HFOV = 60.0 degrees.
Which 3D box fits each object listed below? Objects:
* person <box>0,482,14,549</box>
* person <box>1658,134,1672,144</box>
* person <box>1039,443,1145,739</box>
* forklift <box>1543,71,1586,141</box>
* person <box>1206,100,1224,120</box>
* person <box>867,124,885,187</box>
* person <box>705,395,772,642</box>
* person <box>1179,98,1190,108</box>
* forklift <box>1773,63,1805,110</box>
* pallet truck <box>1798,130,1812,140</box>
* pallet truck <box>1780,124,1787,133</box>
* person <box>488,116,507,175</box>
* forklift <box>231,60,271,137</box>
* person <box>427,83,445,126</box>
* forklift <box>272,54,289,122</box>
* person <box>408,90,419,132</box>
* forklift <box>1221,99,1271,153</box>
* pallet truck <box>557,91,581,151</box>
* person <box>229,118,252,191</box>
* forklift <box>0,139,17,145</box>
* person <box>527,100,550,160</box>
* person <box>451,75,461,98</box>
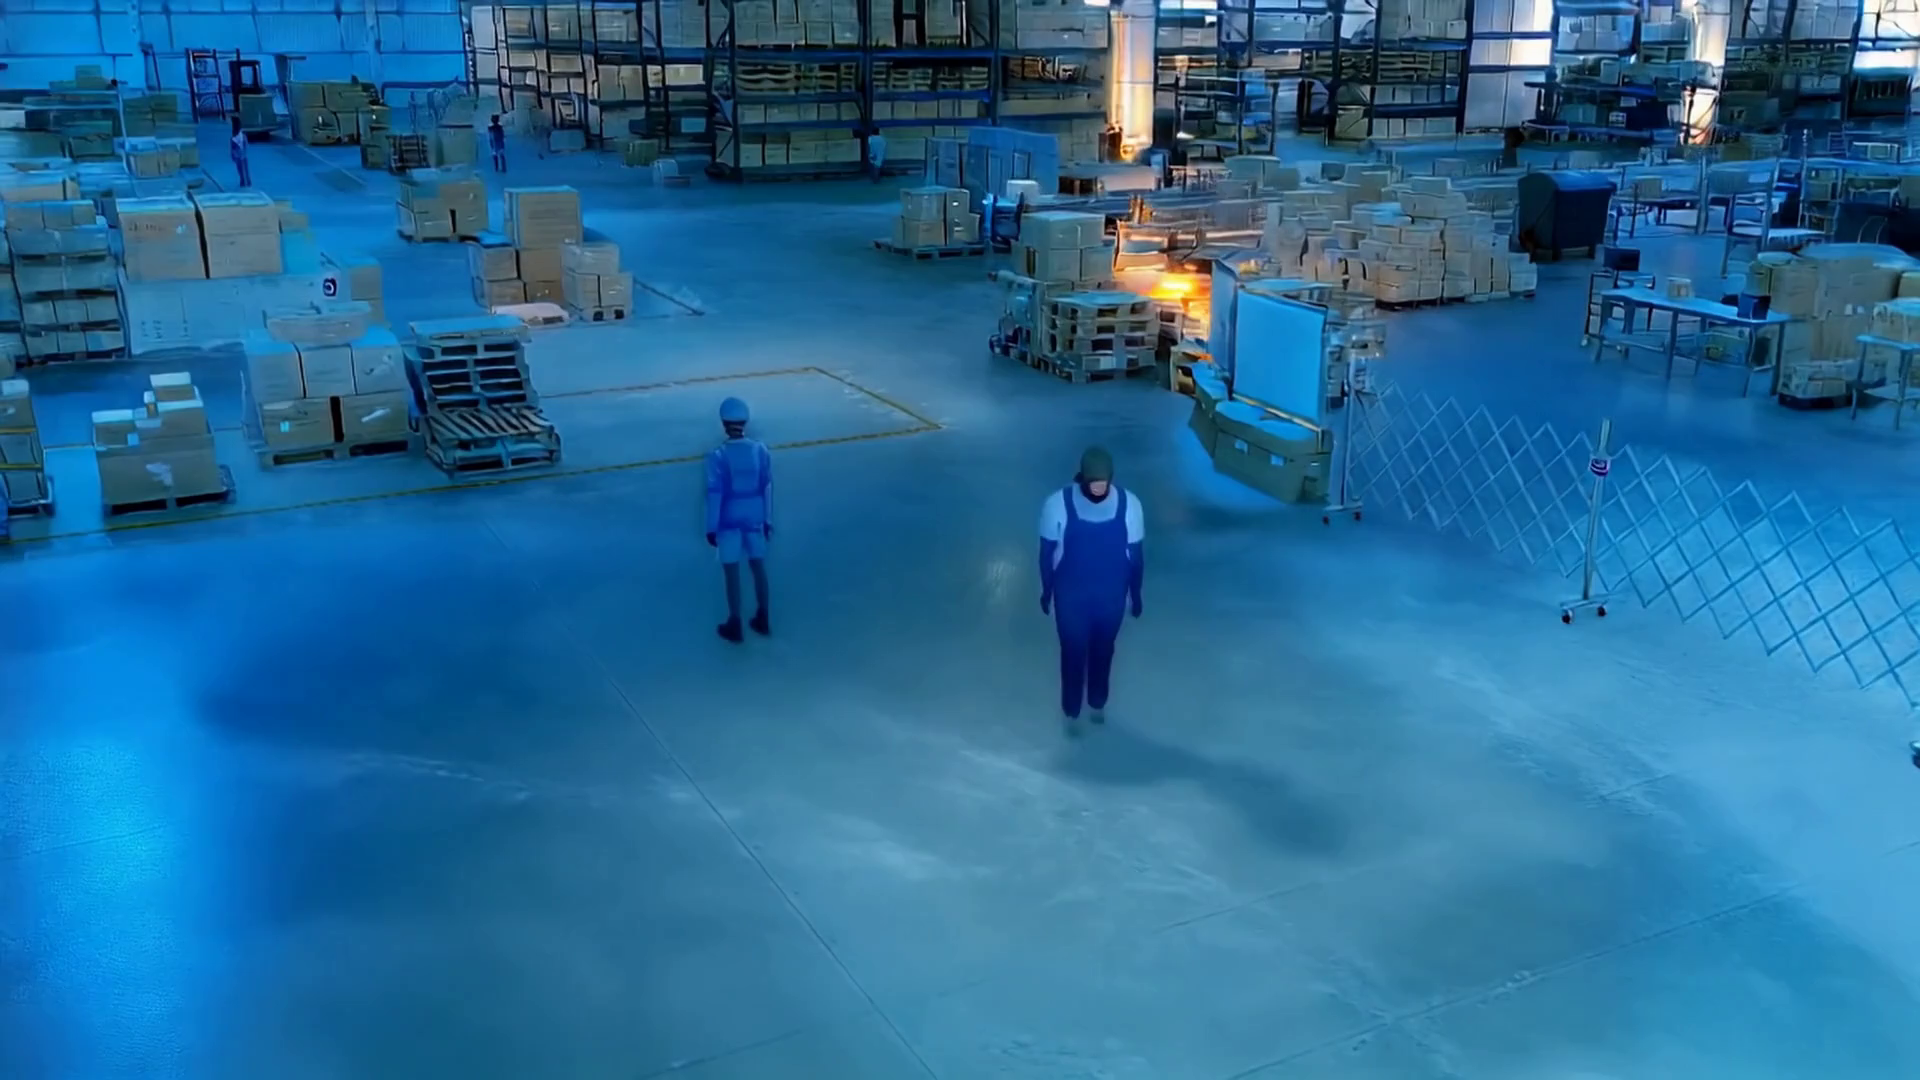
[{"bbox_3d":[-8.922,-0.857,15.034,0.627,1.934,0.372,12,21,32],"label":"person"},{"bbox_3d":[21.842,-12.373,51.409,0.533,1.644,0.908,-12,21,-32],"label":"person"},{"bbox_3d":[0.909,0.342,11.122,0.705,2.000,0.682,-2,18,-7],"label":"person"},{"bbox_3d":[18.685,-13.231,52.085,1.873,2.768,1.129,-9,20,-26],"label":"forklift"},{"bbox_3d":[8.734,-14.322,57.079,0.671,1.890,0.443,0,18,1],"label":"person"},{"bbox_3d":[-2.310,-10.512,45.512,0.540,1.696,0.317,9,20,27],"label":"person"},{"bbox_3d":[-1.718,-0.170,12.883,0.553,1.935,0.361,-12,21,-32],"label":"person"},{"bbox_3d":[8.288,-15.802,61.924,0.553,1.734,0.748,-7,19,-22],"label":"person"},{"bbox_3d":[29.656,-15.705,59.795,1.873,2.768,1.129,-9,20,-26],"label":"forklift"},{"bbox_3d":[25.526,-11.556,49.408,1.630,1.274,0.653,-9,20,-26],"label":"pallet truck"},{"bbox_3d":[25.206,-12.542,52.601,1.601,1.201,0.680,0,18,-2],"label":"pallet truck"},{"bbox_3d":[-13.608,-11.614,48.951,0.535,1.697,0.318,-10,20,-27],"label":"person"},{"bbox_3d":[-27.041,-16.760,63.084,1.129,2.768,1.873,-9,20,-27],"label":"forklift"},{"bbox_3d":[-20.411,-16.837,64.886,0.652,1.906,0.812,-6,19,-19],"label":"person"},{"bbox_3d":[-28.661,-19.096,70.368,1.873,2.768,1.129,-9,20,-26],"label":"forklift"},{"bbox_3d":[-21.695,-17.003,65.875,0.389,1.615,0.534,0,18,1],"label":"person"},{"bbox_3d":[9.521,-14.618,56.406,1.873,2.768,1.129,12,21,33],"label":"forklift"},{"bbox_3d":[-13.495,-14.412,57.188,0.823,1.965,1.885,-3,18,-9],"label":"pallet truck"},{"bbox_3d":[-19.326,-10.351,44.651,0.593,1.922,0.391,6,19,19],"label":"person"},{"bbox_3d":[-34.811,-15.426,58.927,1.873,2.768,1.129,-13,22,-35],"label":"forklift"},{"bbox_3d":[-13.593,-13.262,53.817,0.673,1.855,0.960,-9,20,-27],"label":"person"},{"bbox_3d":[-21.611,-19.044,71.711,0.618,1.942,0.821,13,22,34],"label":"person"}]
